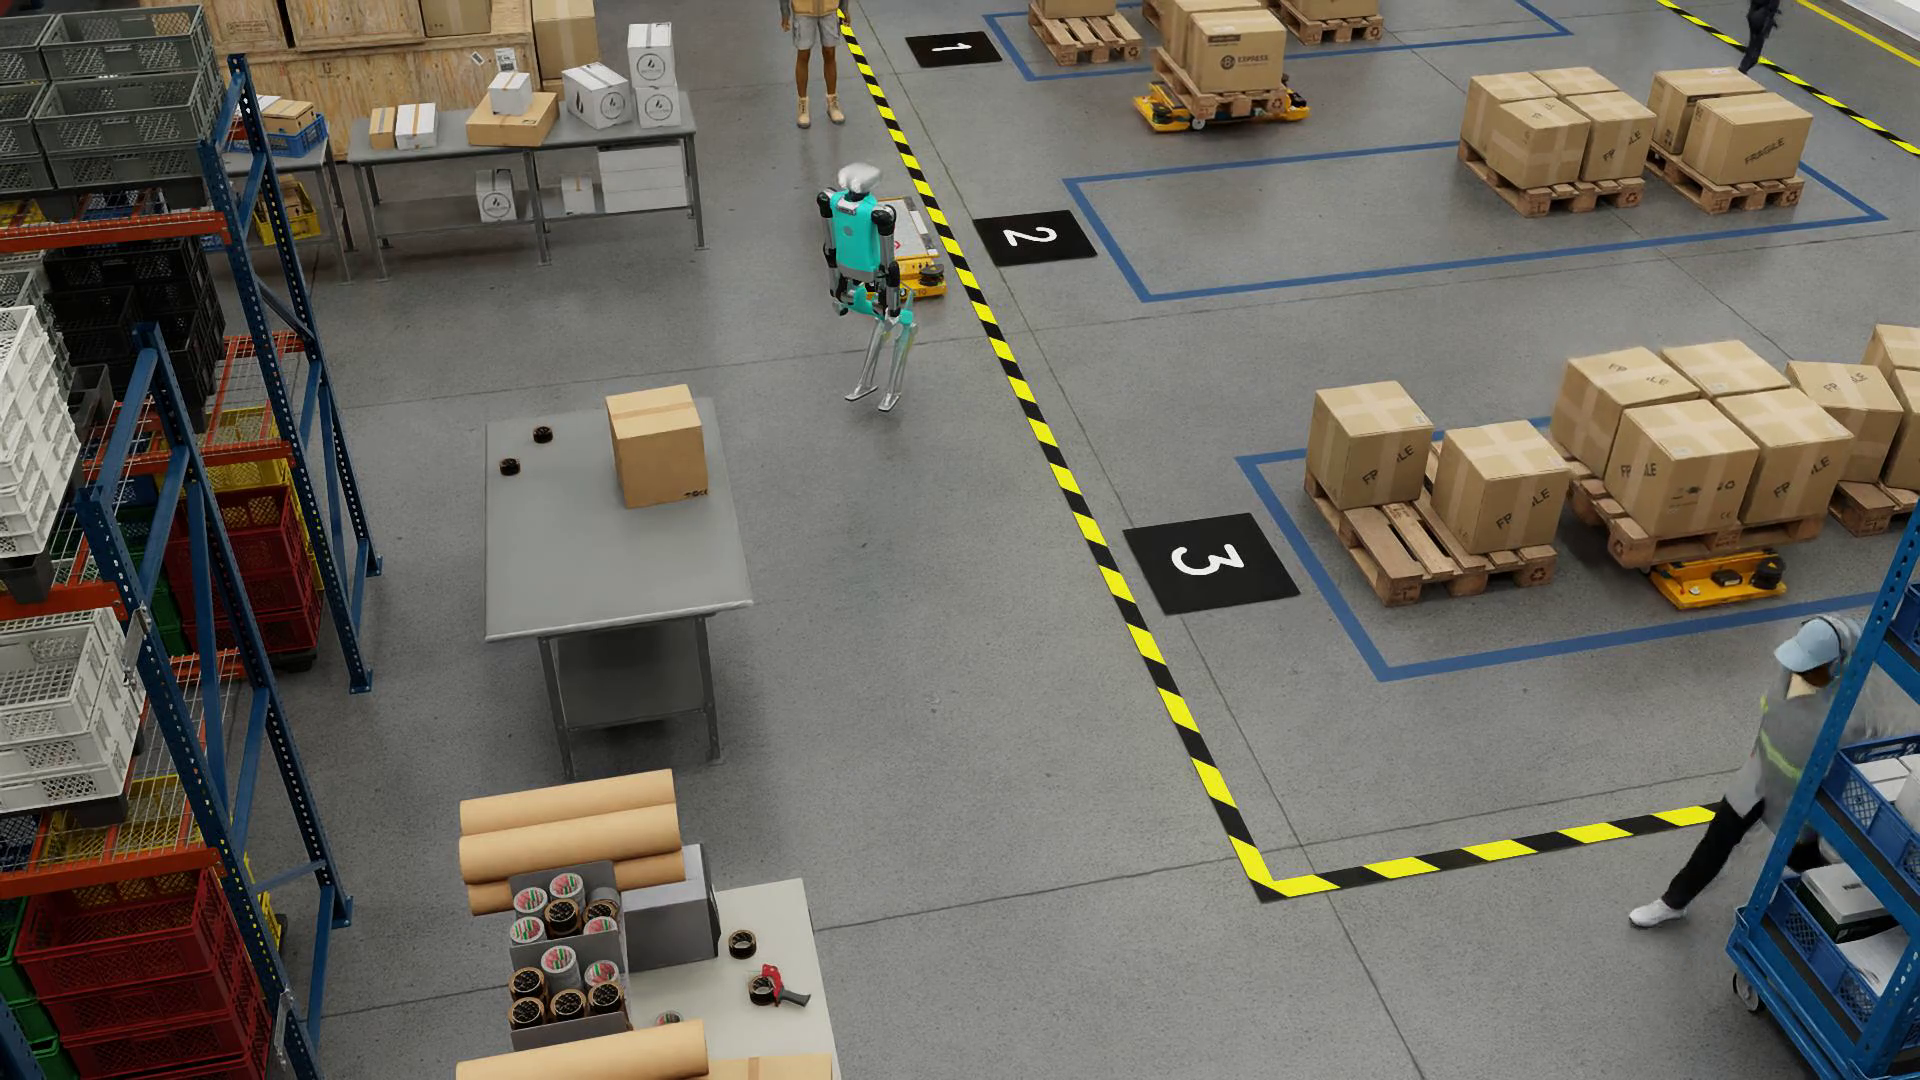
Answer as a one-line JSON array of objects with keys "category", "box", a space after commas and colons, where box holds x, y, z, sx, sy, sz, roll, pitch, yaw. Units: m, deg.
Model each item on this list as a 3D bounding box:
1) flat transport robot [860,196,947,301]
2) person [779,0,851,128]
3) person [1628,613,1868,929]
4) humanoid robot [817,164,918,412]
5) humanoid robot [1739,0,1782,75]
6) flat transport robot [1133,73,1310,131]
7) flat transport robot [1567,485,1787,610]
[{"category": "flat transport robot", "box": [-0.570, -2.220, 12.538, 0.659, 0.231, 1.431, -8, 37, -10]}, {"category": "person", "box": [-1.228, -4.530, 14.157, 0.614, 2.041, 0.376, -9, 38, -12]}, {"category": "person", "box": [3.495, 0.998, 6.933, 0.952, 1.801, 0.632, -4, 37, -6]}, {"category": "humanoid robot", "box": [-0.487, -1.623, 10.392, 0.533, 1.677, 0.735, 21, 41, 26]}, {"category": "humanoid robot", "box": [7.112, -4.731, 14.734, 0.412, 1.642, 0.587, 13, 38, 16]}, {"category": "flat transport robot", "box": [2.323, -3.904, 14.778, 1.431, 0.197, 0.652, -8, 37, -10]}, {"category": "flat transport robot", "box": [4.122, -0.136, 9.713, 0.652, 0.197, 1.431, -8, 37, -10]}]
